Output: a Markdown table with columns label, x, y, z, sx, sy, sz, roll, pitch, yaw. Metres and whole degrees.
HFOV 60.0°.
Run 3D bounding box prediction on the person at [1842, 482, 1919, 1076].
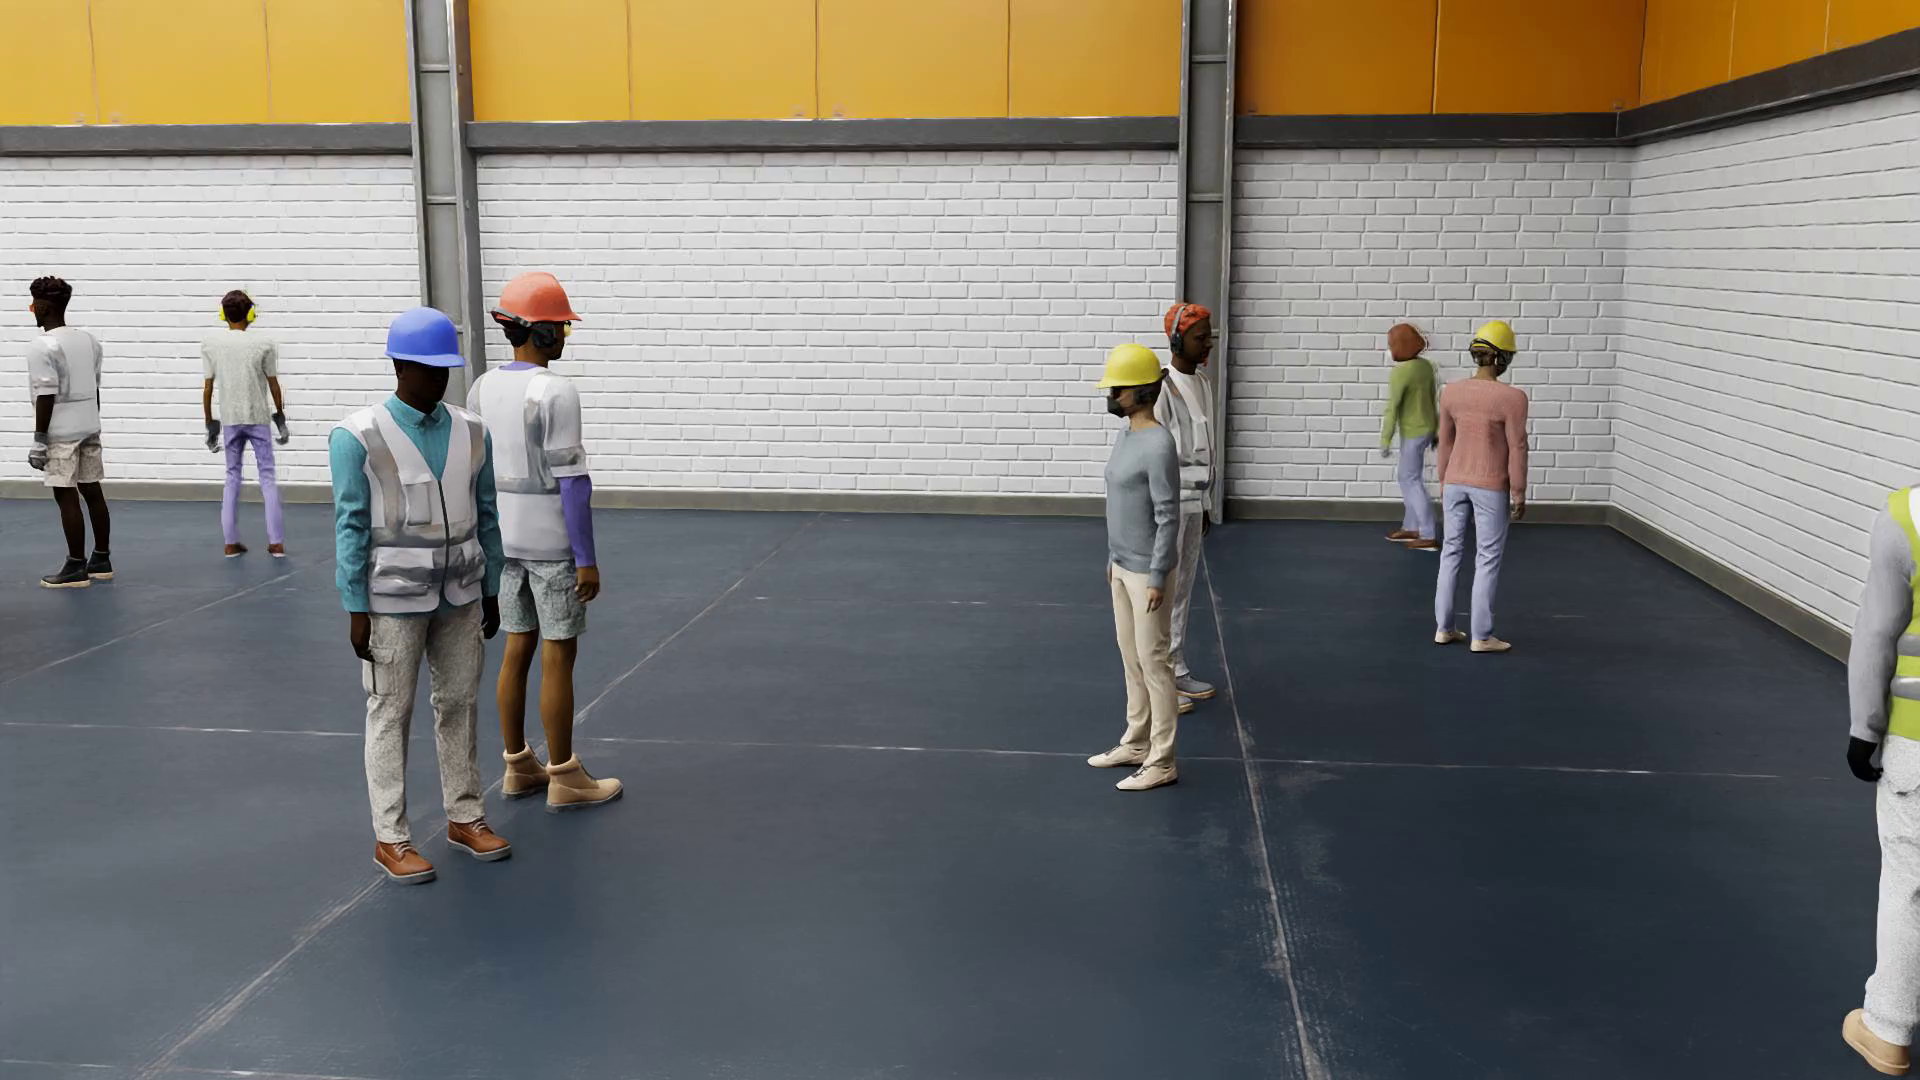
| label | x | y | z | sx | sy | sz | roll | pitch | yaw |
| --- | --- | --- | --- | --- | --- | --- | --- | --- | --- |
| person | 2.591 | 0.484 | 4.238 | 0.626 | 1.836 | 0.430 | 2 | 10 | 12 |

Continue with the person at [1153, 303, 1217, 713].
| label | x | y | z | sx | sy | sz | roll | pitch | yaw |
| --- | --- | --- | --- | --- | --- | --- | --- | --- | --- |
| person | 1.014 | -0.153 | 7.738 | 0.337 | 1.882 | 0.584 | 6 | 11 | 30 |

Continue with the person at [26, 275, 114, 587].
| label | x | y | z | sx | sy | sz | roll | pitch | yaw |
| --- | --- | --- | --- | --- | --- | --- | --- | --- | --- |
| person | -5.657 | -0.682 | 10.527 | 0.367 | 1.967 | 0.600 | 1 | 10 | 7 |

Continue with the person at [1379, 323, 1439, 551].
| label | x | y | z | sx | sy | sz | roll | pitch | yaw |
| --- | --- | --- | --- | --- | --- | --- | --- | --- | --- |
| person | 3.171 | -0.728 | 11.786 | 0.534 | 1.603 | 0.535 | 9 | 13 | 41 |

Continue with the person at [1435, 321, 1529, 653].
| label | x | y | z | sx | sy | sz | roll | pitch | yaw |
| --- | --- | --- | --- | --- | --- | --- | --- | --- | --- |
| person | 2.770 | -0.276 | 8.815 | 0.343 | 1.755 | 0.531 | -8 | 13 | -39 |

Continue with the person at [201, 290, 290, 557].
| label | x | y | z | sx | sy | sz | roll | pitch | yaw |
| --- | --- | --- | --- | --- | --- | --- | --- | --- | --- |
| person | -4.941 | -0.796 | 11.510 | 0.523 | 1.856 | 0.386 | -1 | 10 | -3 |

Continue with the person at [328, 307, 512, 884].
| label | x | y | z | sx | sy | sz | roll | pitch | yaw |
| --- | --- | --- | --- | --- | --- | --- | --- | --- | --- |
| person | -1.814 | 0.185 | 5.653 | 0.415 | 1.939 | 0.605 | 9 | 13 | 41 |

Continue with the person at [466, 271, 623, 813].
| label | x | y | z | sx | sy | sz | roll | pitch | yaw |
| --- | --- | --- | --- | --- | --- | --- | --- | --- | --- |
| person | -1.586 | 0.011 | 6.338 | 0.605 | 2.045 | 0.378 | 8 | 13 | 38 |

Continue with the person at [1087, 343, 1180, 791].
| label | x | y | z | sx | sy | sz | roll | pitch | yaw |
| --- | --- | --- | --- | --- | --- | --- | --- | --- | --- |
| person | 0.689 | 0.108 | 6.587 | 0.326 | 1.765 | 0.533 | -2 | 10 | -14 |
